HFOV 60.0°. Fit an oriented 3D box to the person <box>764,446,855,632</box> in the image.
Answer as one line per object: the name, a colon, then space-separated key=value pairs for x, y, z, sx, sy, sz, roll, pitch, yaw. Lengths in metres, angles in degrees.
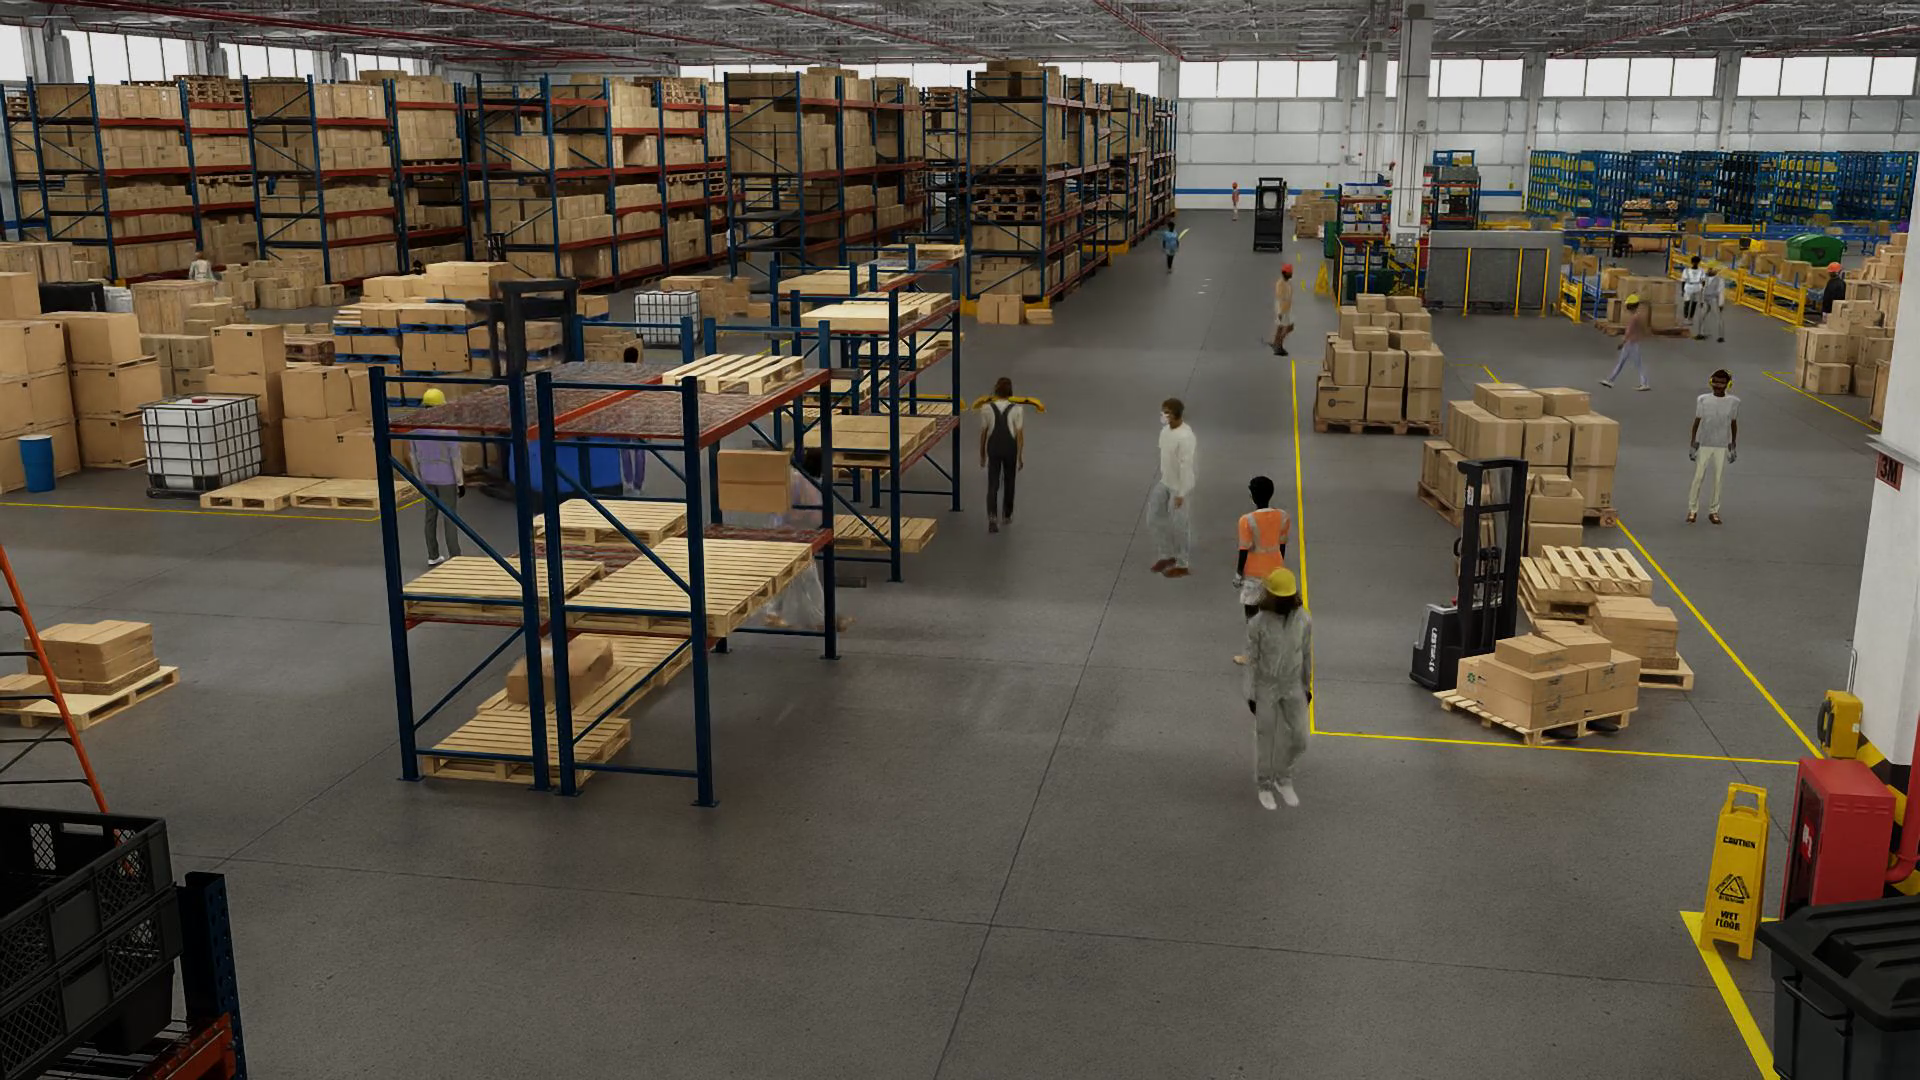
person: x=-1.431 y=-0.002 z=15.514 sx=1.017 sy=1.761 sz=0.633 roll=5 pitch=15 yaw=20

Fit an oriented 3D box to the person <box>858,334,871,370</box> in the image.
person: x=-1.889 y=-4.306 z=32.568 sx=0.609 sy=1.964 sz=0.363 roll=6 pitch=15 yaw=22

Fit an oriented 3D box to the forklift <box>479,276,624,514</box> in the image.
forklift: x=-5.160 y=-1.864 z=20.771 sx=1.129 sy=2.768 sz=1.873 roll=-12 pitch=18 yaw=-39

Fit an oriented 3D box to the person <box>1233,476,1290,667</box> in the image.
person: x=2.621 y=0.279 z=14.514 sx=0.533 sy=1.692 sz=0.319 roll=-7 pitch=16 yaw=-27

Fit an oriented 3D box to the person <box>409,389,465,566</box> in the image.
person: x=-5.587 y=-0.663 z=17.851 sx=0.587 sy=1.930 sz=0.359 roll=4 pitch=14 yaw=14

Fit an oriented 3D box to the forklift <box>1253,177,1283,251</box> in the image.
forklift: x=12.083 y=-12.747 z=64.956 sx=1.129 sy=2.768 sz=1.873 roll=3 pitch=14 yaw=10

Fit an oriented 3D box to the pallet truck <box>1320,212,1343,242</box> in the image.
pallet truck: x=15.874 y=-13.227 z=70.310 sx=0.680 sy=1.201 sz=1.601 roll=10 pitch=17 yaw=35

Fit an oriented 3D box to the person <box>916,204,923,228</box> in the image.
person: x=-1.795 y=-13.483 z=69.992 sx=0.645 sy=1.896 sz=1.005 roll=3 pitch=14 yaw=12

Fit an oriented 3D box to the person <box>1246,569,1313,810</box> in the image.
person: x=2.197 y=1.029 z=11.402 sx=0.506 sy=1.722 sz=0.431 roll=-3 pitch=14 yaw=-12

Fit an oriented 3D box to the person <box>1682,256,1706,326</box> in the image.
person: x=17.587 y=-5.951 z=39.856 sx=0.548 sy=1.652 sz=0.833 roll=4 pitch=14 yaw=15

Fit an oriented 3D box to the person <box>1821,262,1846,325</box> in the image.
person: x=17.900 y=-4.717 z=34.187 sx=0.388 sy=1.991 sz=0.609 roll=-1 pitch=14 yaw=-3

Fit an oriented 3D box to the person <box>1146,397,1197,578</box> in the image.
person: x=2.208 y=-0.533 z=17.353 sx=0.530 sy=1.921 sz=0.633 roll=-6 pitch=15 yaw=-23

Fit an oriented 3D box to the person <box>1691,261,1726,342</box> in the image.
person: x=16.690 y=-5.292 z=36.929 sx=0.747 sy=1.783 sz=0.679 roll=-3 pitch=14 yaw=-13

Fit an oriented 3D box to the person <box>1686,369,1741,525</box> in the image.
person: x=8.968 y=-1.107 z=19.788 sx=0.530 sy=1.864 sz=0.314 roll=4 pitch=14 yaw=14

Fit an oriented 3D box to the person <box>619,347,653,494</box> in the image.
person: x=-4.233 y=-1.561 z=21.565 sx=0.614 sy=1.894 sz=0.670 roll=-2 pitch=14 yaw=-9

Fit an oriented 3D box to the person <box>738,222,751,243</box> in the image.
person: x=-7.955 y=-11.202 z=61.283 sx=0.505 sy=1.617 sz=0.564 roll=-9 pitch=17 yaw=-34

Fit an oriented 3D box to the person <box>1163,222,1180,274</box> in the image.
person: x=6.952 y=-9.556 z=54.491 sx=0.553 sy=1.655 sz=0.819 roll=-4 pitch=14 yaw=-16

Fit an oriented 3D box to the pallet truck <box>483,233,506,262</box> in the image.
pallet truck: x=-11.832 y=-7.026 z=43.548 sx=1.885 sy=1.965 sz=0.823 roll=8 pitch=16 yaw=28

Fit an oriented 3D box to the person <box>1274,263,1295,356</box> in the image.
person: x=6.750 y=-4.789 z=34.598 sx=0.406 sy=1.925 sz=0.543 roll=13 pitch=19 yaw=42

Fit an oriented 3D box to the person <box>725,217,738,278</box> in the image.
person: x=-7.293 y=-9.341 z=53.121 sx=0.379 sy=1.912 sz=0.591 roll=-5 pitch=15 yaw=-19

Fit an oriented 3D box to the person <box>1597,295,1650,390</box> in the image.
person: x=12.118 y=-3.576 z=30.118 sx=0.912 sy=1.719 sz=0.526 roll=5 pitch=15 yaw=21

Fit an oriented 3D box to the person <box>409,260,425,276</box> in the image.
person: x=-11.798 y=-5.188 z=36.364 sx=0.517 sy=1.865 sz=0.327 roll=-4 pitch=14 yaw=-15

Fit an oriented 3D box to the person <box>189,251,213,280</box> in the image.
person: x=-19.453 y=-6.604 z=42.679 sx=0.833 sy=1.591 sz=0.574 roll=10 pitch=17 yaw=36

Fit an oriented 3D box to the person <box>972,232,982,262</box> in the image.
person: x=0.623 y=-10.259 z=57.019 sx=0.428 sy=1.832 sz=0.629 roll=9 pitch=16 yaw=32

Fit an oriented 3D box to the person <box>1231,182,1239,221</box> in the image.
person: x=14.282 y=-17.581 z=86.440 sx=0.402 sy=1.987 sz=0.608 roll=1 pitch=14 yaw=5

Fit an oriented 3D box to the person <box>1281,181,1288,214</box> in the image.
person: x=18.221 y=-19.250 z=93.507 sx=0.624 sy=1.841 sz=0.430 roll=-11 pitch=18 yaw=-39

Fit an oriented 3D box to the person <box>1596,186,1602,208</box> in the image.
person: x=34.304 y=-18.285 z=89.650 sx=0.939 sy=1.795 sz=0.597 roll=6 pitch=15 yaw=24

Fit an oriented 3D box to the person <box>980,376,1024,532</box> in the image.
person: x=0.484 y=-1.009 z=19.503 sx=0.523 sy=1.815 sz=0.881 roll=2 pitch=14 yaw=9

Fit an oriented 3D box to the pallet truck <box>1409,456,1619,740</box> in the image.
pallet truck: x=4.504 y=0.400 z=13.395 sx=0.823 sy=1.965 sz=1.885 roll=-6 pitch=15 yaw=-23
